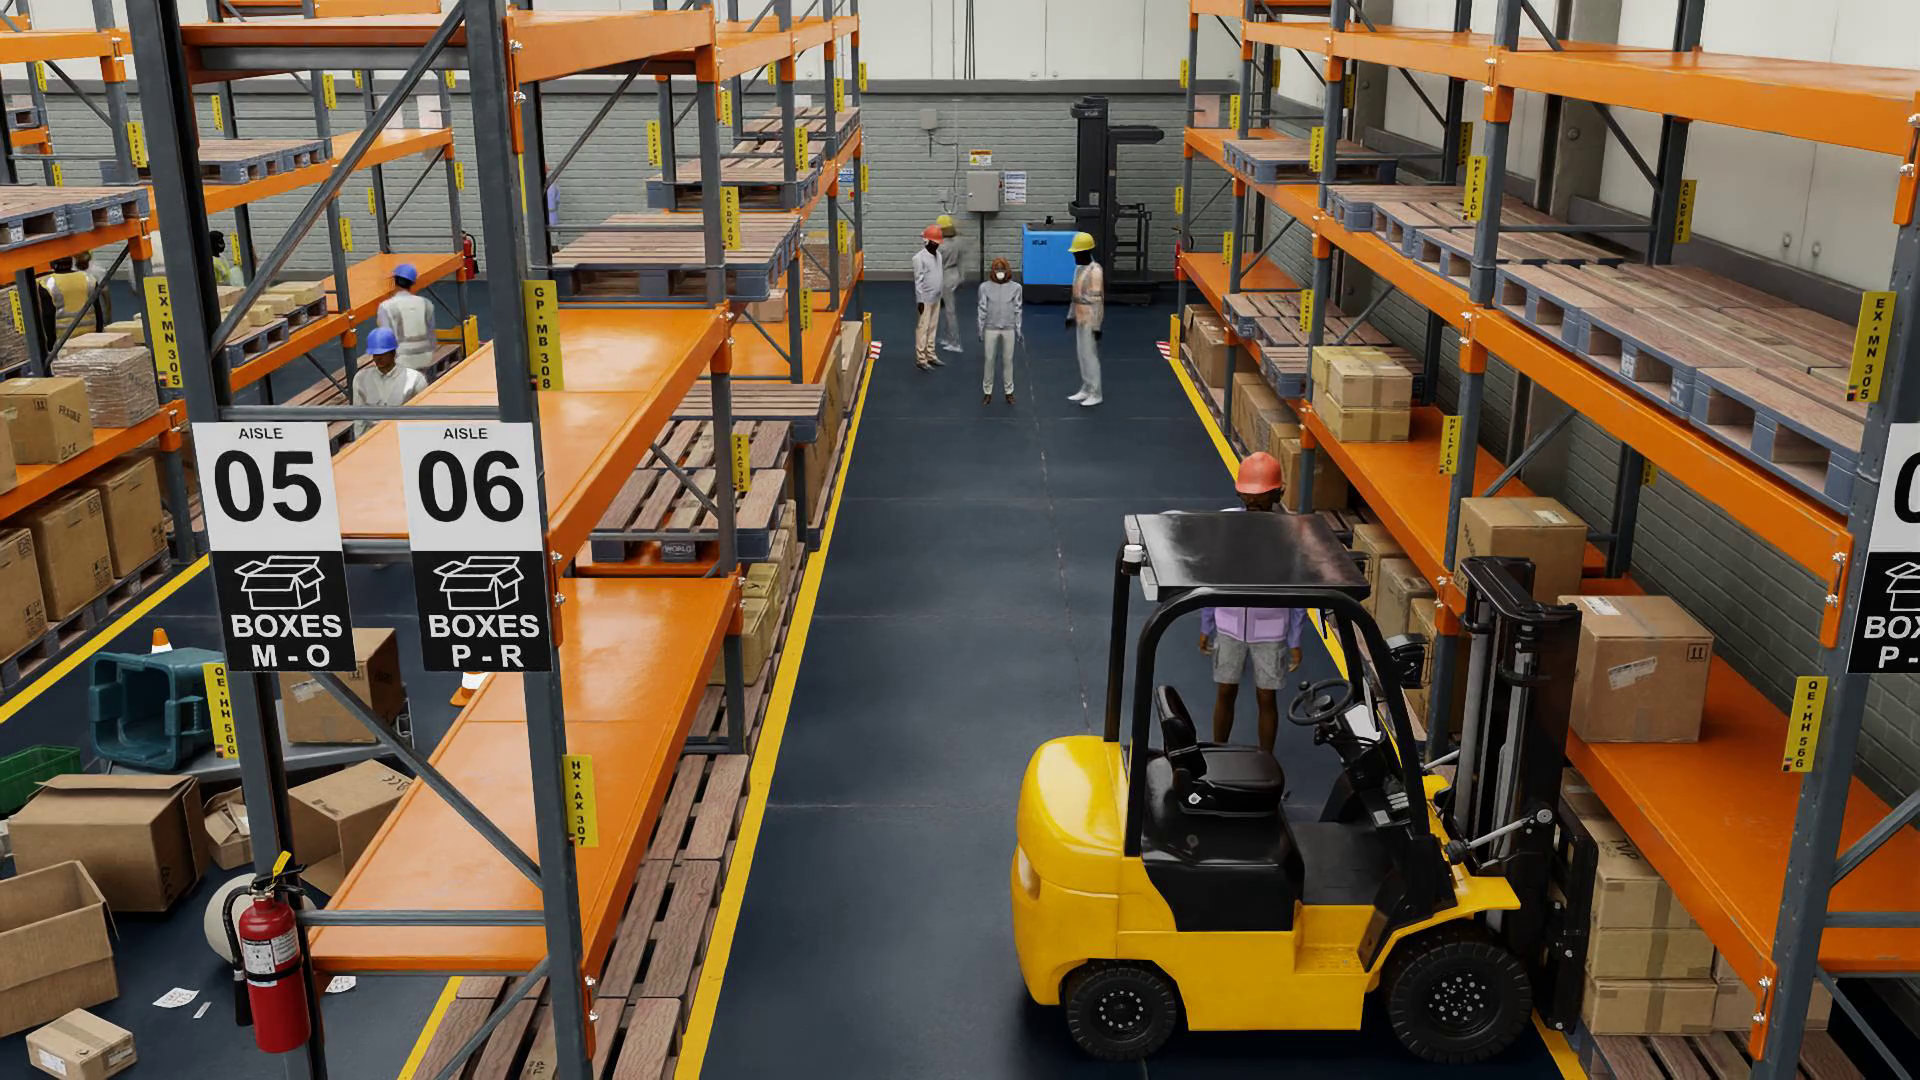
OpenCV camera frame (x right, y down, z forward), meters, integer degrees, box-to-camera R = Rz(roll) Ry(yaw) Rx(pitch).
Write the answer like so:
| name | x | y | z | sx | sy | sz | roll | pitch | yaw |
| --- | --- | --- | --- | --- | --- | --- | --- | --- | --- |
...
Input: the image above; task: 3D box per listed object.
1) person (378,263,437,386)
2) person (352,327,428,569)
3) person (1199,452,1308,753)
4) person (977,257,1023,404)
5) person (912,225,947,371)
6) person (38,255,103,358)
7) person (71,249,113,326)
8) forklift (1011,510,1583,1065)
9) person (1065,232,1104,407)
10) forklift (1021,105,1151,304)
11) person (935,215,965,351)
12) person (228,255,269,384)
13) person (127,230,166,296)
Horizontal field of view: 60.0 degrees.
| name | x | y | z | sx | sy | sz | roll | pitch | yaw |
| --- | --- | --- | --- | --- | --- | --- | --- | --- | --- |
| person | -5.399 | -1.727 | 16.254 | 0.506 | 1.896 | 0.723 | 14 | 23 | 36 |
| person | -4.461 | -0.718 | 13.125 | 0.615 | 1.947 | 0.388 | -1 | 18 | -2 |
| person | 1.630 | 0.496 | 9.304 | 0.605 | 2.045 | 0.377 | 7 | 20 | 21 |
| person | 0.443 | -2.321 | 18.464 | 0.507 | 1.633 | 0.278 | -1 | 18 | -3 |
| person | -0.345 | -2.936 | 20.150 | 0.338 | 1.742 | 0.563 | 10 | 21 | 28 |
| person | -9.461 | -2.195 | 17.758 | 0.430 | 1.843 | 0.625 | 14 | 23 | 35 |
| person | -9.791 | -2.455 | 18.629 | 0.563 | 1.795 | 0.994 | -12 | 22 | -31 |
| forklift | 1.387 | 1.055 | 7.378 | 2.313 | 2.155 | 1.214 | 0 | 18 | 0 |
| person | 1.370 | -2.451 | 18.420 | 0.409 | 1.915 | 0.676 | -5 | 19 | -16 |
| forklift | 1.857 | -4.944 | 24.441 | 1.873 | 2.768 | 1.129 | 0 | 18 | 0 |
| person | -0.228 | -3.289 | 21.267 | 0.745 | 1.713 | 0.495 | 16 | 24 | 39 |
| person | -8.320 | -2.691 | 19.619 | 0.506 | 1.616 | 0.630 | 3 | 19 | 9 |
| person | -10.241 | -3.315 | 21.168 | 0.628 | 1.818 | 0.450 | -16 | 24 | -40 |
